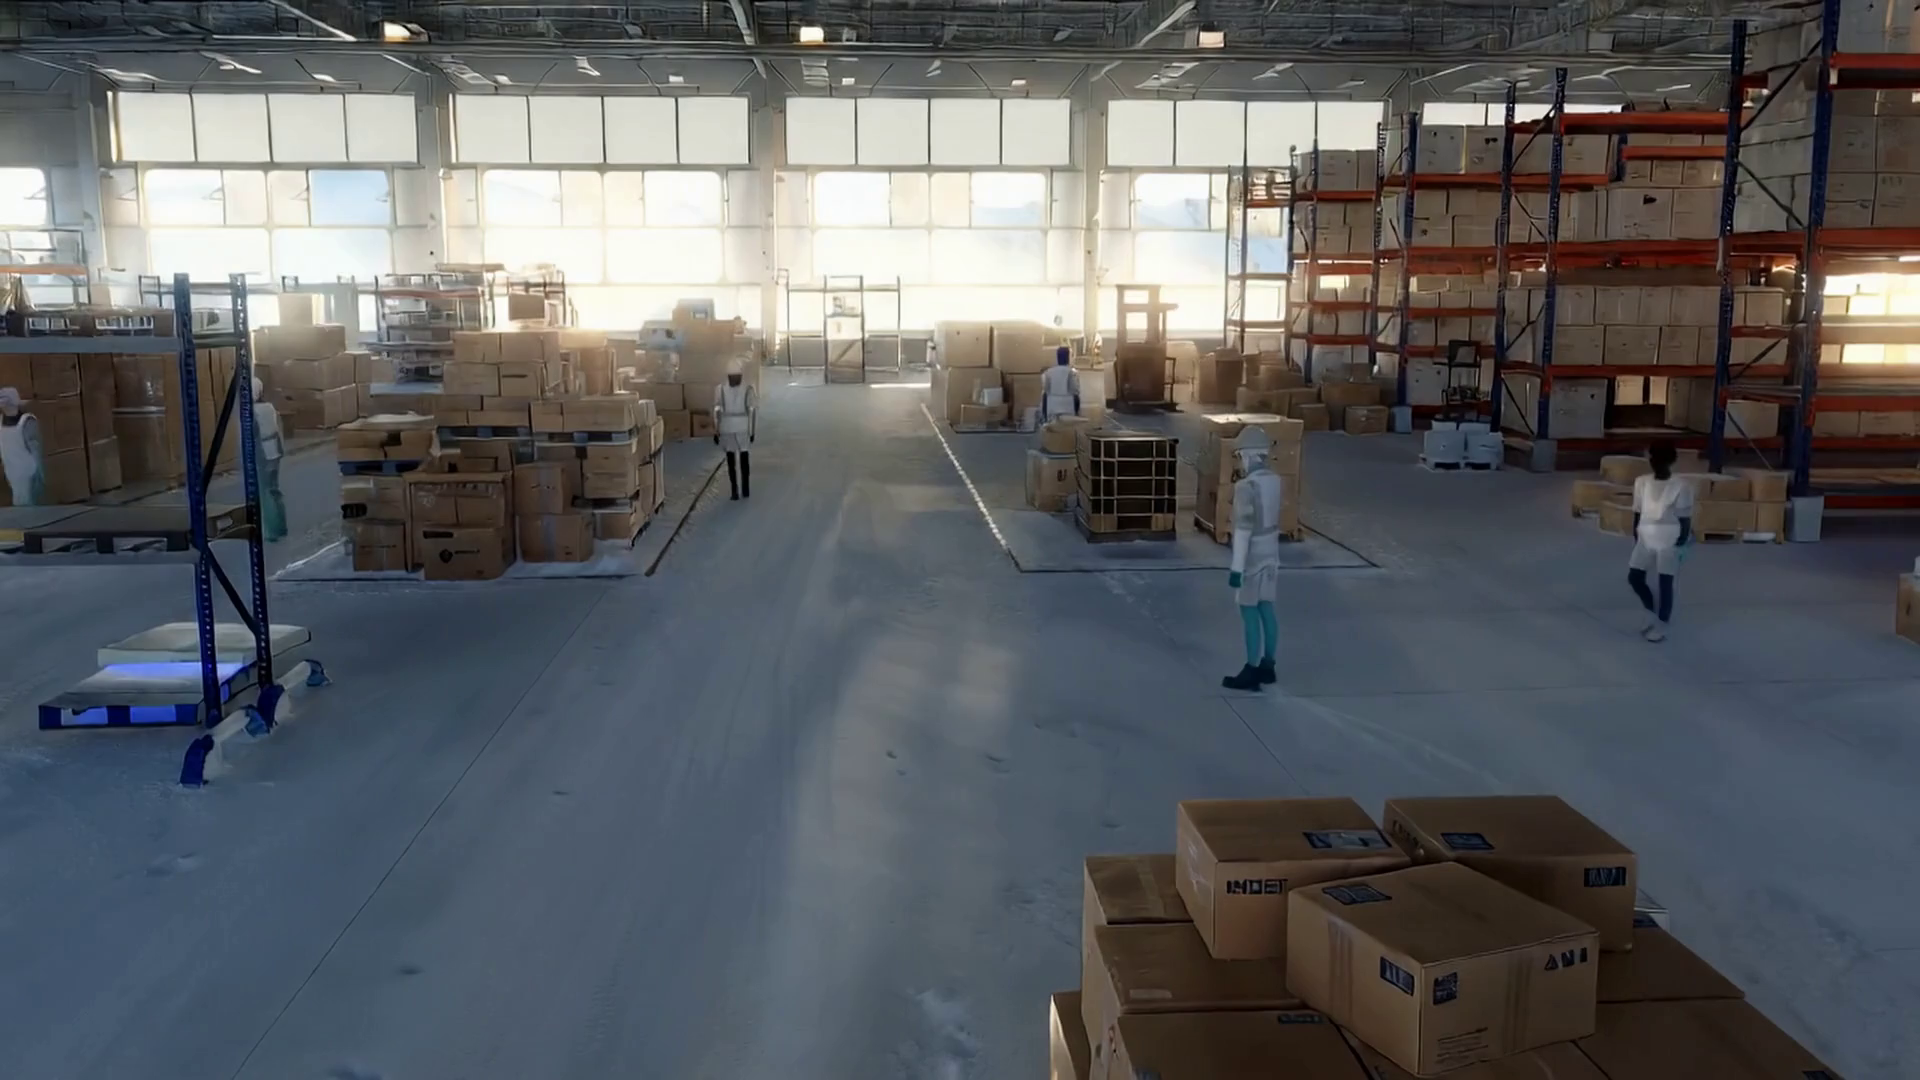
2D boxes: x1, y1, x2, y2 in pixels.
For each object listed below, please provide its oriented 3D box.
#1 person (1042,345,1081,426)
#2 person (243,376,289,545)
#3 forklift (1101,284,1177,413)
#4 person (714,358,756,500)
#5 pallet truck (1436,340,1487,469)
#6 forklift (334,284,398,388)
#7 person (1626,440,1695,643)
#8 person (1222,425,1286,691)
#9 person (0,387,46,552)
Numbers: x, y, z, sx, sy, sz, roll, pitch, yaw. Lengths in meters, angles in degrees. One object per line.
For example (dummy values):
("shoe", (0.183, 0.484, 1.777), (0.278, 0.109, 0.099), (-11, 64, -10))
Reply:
("person", (1.563, -1.990, 25.392), (0.611, 1.961, 0.364), (4, 10, 25))
("person", (-7.844, -0.900, 18.763), (0.407, 1.905, 0.607), (0, 9, 1))
("forklift", (3.913, -4.266, 36.820), (1.129, 2.768, 1.873), (-3, 9, -17))
("person", (-3.031, -1.486, 22.380), (0.555, 1.919, 0.415), (0, 9, -3))
("pallet truck", (8.004, -2.170, 26.422), (0.823, 1.965, 1.885), (2, 9, 14))
("forklift", (-14.119, -4.536, 38.510), (1.873, 2.768, 1.129), (-1, 9, -4))
("person", (5.744, 0.016, 13.655), (0.356, 1.681, 0.544), (-7, 12, -38))
("person", (2.135, 0.131, 12.158), (0.374, 1.939, 0.545), (9, 12, 43))
("person", (-10.239, -0.731, 17.927), (0.544, 1.812, 0.823), (2, 9, 14))
